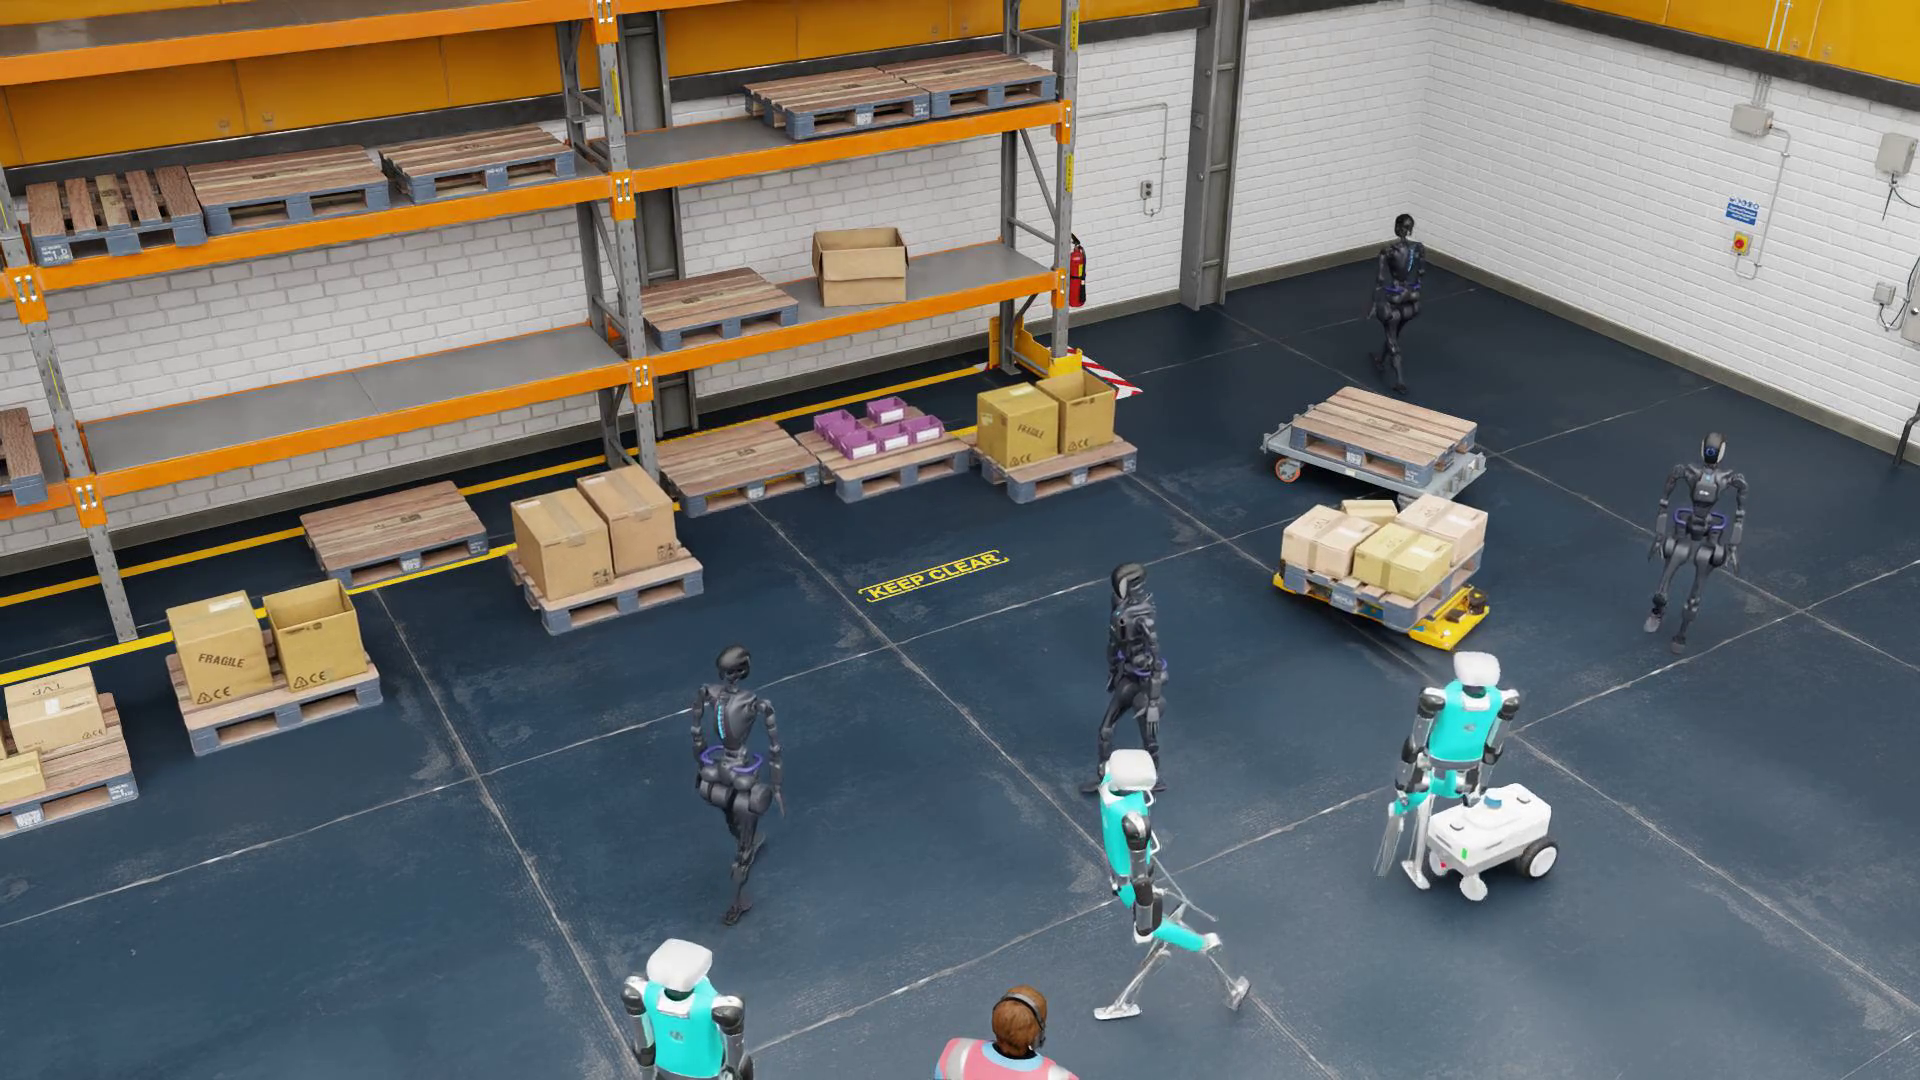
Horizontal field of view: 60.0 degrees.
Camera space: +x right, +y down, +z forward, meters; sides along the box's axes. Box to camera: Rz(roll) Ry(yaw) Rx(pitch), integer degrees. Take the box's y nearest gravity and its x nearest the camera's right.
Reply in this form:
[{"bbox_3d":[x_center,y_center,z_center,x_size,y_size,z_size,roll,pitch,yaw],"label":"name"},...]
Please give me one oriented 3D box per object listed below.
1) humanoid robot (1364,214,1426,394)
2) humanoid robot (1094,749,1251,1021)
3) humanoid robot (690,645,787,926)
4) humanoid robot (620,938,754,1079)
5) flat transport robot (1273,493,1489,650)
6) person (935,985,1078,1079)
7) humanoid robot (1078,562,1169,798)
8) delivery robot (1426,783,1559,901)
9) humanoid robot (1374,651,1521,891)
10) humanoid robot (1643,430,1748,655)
[{"bbox_3d":[4.071,-2.239,15.555,0.615,1.620,0.774,-13,32,-22],"label":"humanoid robot"},{"bbox_3d":[1.134,1.758,8.390,0.959,1.775,0.557,-7,30,-11],"label":"humanoid robot"},{"bbox_3d":[-1.225,1.299,9.268,0.594,1.625,0.721,12,32,21],"label":"humanoid robot"},{"bbox_3d":[-1.067,2.304,7.446,0.531,1.808,0.919,7,30,12],"label":"humanoid robot"},{"bbox_3d":[3.114,0.372,12.316,1.431,0.231,0.659,23,37,34],"label":"flat transport robot"},{"bbox_3d":[0.213,2.564,6.853,0.628,1.836,0.431,11,31,18],"label":"person"},{"bbox_3d":[1.031,0.882,9.994,0.573,1.641,0.613,-12,32,-20],"label":"humanoid robot"},{"bbox_3d":[3.095,1.713,9.669,0.784,0.613,0.518,-15,33,-24],"label":"delivery robot"},{"bbox_3d":[2.647,1.286,9.274,0.547,1.846,0.776,-1,29,-1],"label":"humanoid robot"},{"bbox_3d":[5.117,0.012,11.523,0.600,1.651,0.359,13,32,22],"label":"humanoid robot"}]
